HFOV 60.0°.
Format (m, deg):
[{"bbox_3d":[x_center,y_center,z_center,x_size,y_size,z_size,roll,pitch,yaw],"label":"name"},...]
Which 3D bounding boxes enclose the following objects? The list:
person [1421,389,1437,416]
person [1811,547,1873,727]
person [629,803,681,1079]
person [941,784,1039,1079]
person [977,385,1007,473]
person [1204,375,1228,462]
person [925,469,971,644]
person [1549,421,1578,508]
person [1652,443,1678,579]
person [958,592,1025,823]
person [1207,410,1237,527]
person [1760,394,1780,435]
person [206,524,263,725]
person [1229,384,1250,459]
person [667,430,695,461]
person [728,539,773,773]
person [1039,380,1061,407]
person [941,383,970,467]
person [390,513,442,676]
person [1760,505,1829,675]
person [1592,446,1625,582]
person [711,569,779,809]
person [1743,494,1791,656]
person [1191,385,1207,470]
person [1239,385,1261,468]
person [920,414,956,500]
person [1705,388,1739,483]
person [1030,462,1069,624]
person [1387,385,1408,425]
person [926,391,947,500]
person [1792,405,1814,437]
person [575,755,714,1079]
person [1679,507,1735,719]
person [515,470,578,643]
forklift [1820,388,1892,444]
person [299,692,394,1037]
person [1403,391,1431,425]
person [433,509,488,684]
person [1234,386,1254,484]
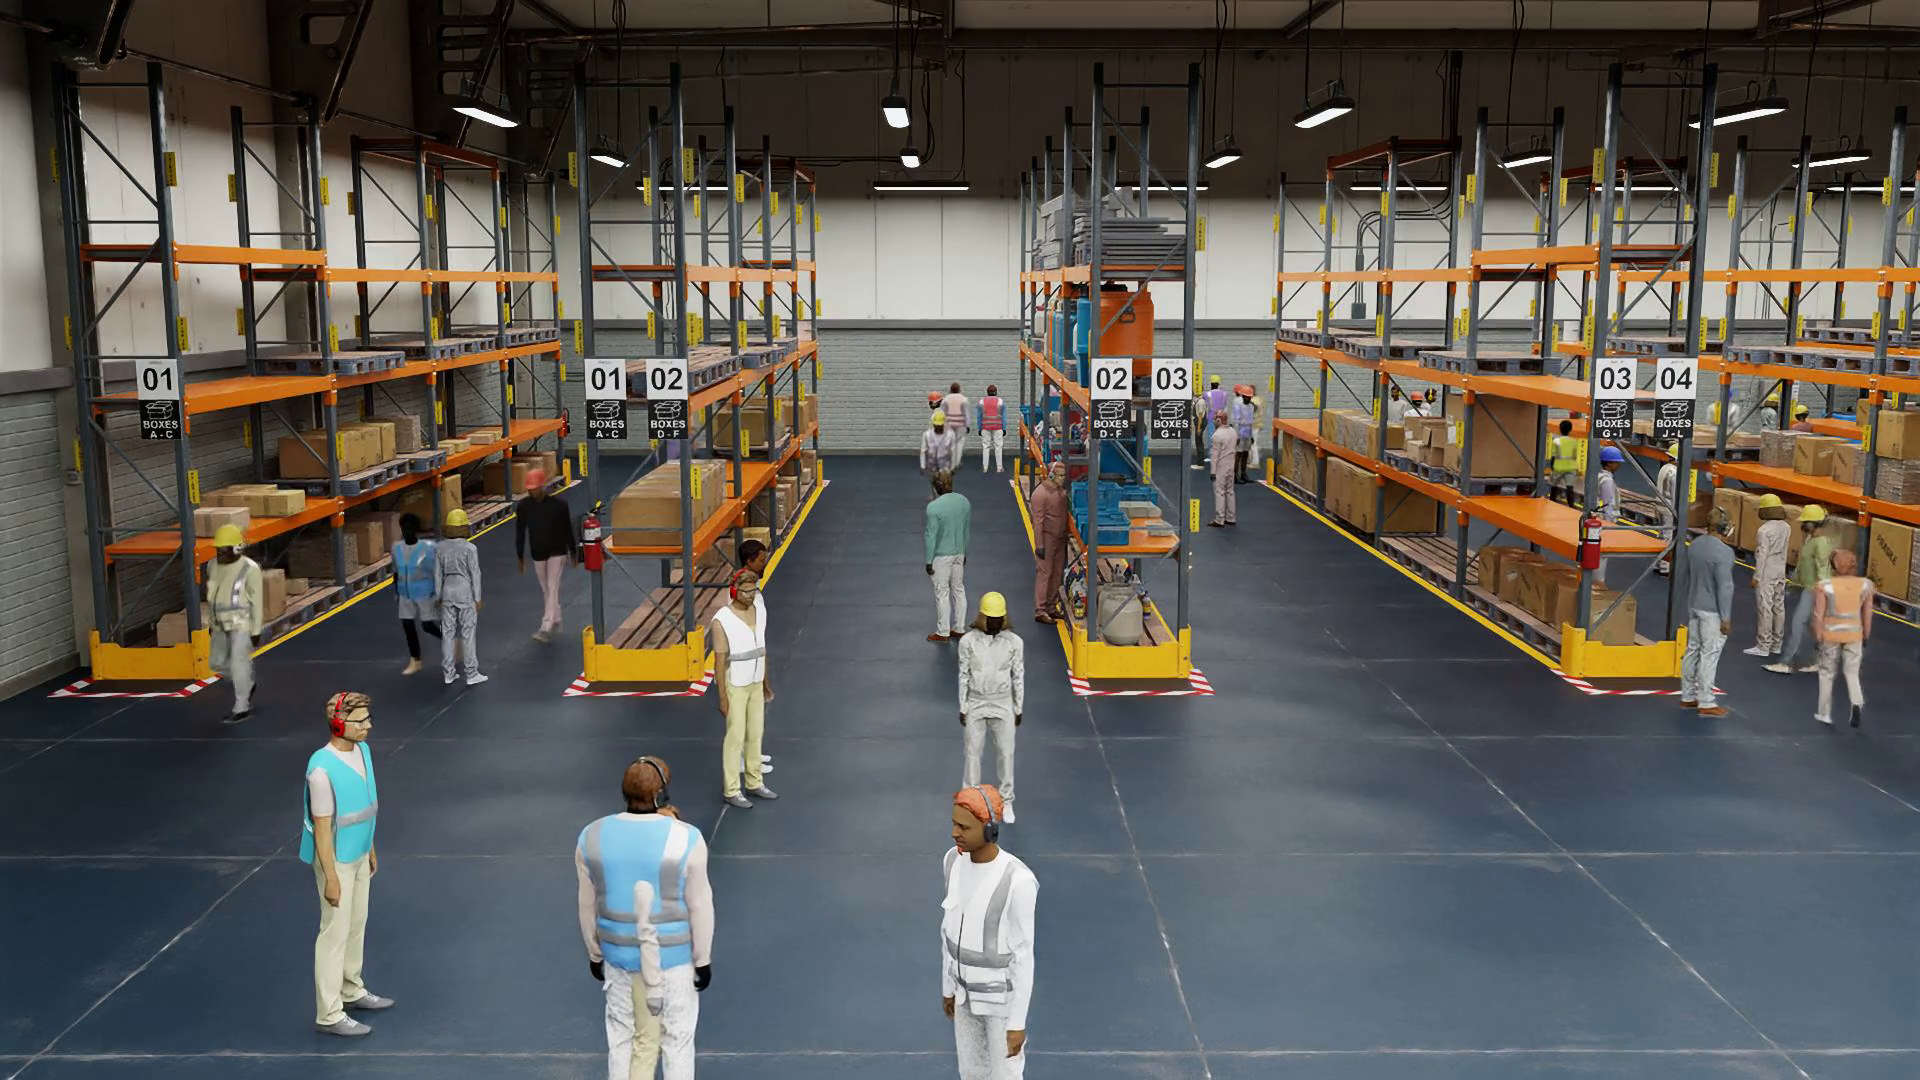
[{"bbox_3d":[9.333,-2.105,33.304,0.362,1.856,0.537,1,9,5],"label":"person"},{"bbox_3d":[7.862,0.882,14.807,0.526,1.621,0.531,1,9,8],"label":"person"},{"bbox_3d":[-1.404,1.989,7.656,0.287,1.631,0.501,-1,9,-8],"label":"person"},{"bbox_3d":[0.110,1.957,7.101,0.357,1.874,0.574,-7,11,-37],"label":"person"},{"bbox_3d":[0.674,-2.319,34.719,0.622,1.839,0.429,1,9,9],"label":"person"},{"bbox_3d":[5.623,-2.679,36.739,0.585,1.928,0.370,-3,9,-18],"label":"person"},{"bbox_3d":[-0.144,0.183,18.343,0.631,1.930,0.372,-9,12,-44],"label":"person"},{"bbox_3d":[10.138,-1.181,27.961,0.546,1.643,0.898,0,9,-2],"label":"person"},{"bbox_3d":[9.579,-0.393,22.389,0.404,1.823,0.591,1,9,6],"label":"person"},{"bbox_3d":[0.235,1.230,12.224,0.494,1.733,0.353,0,9,0],"label":"person"},{"bbox_3d":[4.248,-1.160,27.097,0.396,1.900,0.637,8,12,41],"label":"person"},{"bbox_3d":[16.339,-2.089,33.579,0.320,1.731,0.489,0,9,-2],"label":"person"},{"bbox_3d":[-6.546,0.748,15.039,0.621,1.818,0.459,4,10,23],"label":"person"},{"bbox_3d":[6.293,-2.620,37.011,0.581,1.721,0.628,-7,11,-39],"label":"person"},{"bbox_3d":[-4.687,-1.221,27.543,0.643,1.891,1.048,-3,9,-17],"label":"person"},{"bbox_3d":[-1.735,0.939,13.540,0.394,1.910,0.581,-1,9,-6],"label":"person"},{"bbox_3d":[2.119,-2.715,36.612,0.711,2.000,0.535,3,9,20],"label":"person"},{"bbox_3d":[-0.098,-2.464,35.678,0.650,1.833,0.516,1,9,9],"label":"person"},{"bbox_3d":[-5.477,0.531,16.903,0.551,1.677,0.563,3,9,17],"label":"person"},{"bbox_3d":[8.516,0.505,16.862,0.700,1.741,0.544,3,9,19],"label":"person"},{"bbox_3d":[8.024,-0.196,20.701,0.400,1.945,0.615,1,9,9],"label":"person"},{"bbox_3d":[-1.660,1.119,12.628,0.411,1.830,0.574,5,10,31],"label":"person"},{"bbox_3d":[8.615,0.370,17.748,0.485,1.736,0.308,-5,10,-31],"label":"person"},{"bbox_3d":[5.065,-2.402,35.265,0.337,1.838,0.508,1,9,7],"label":"person"},{"bbox_3d":[6.154,-2.406,35.416,0.555,1.794,0.698,0,9,3],"label":"person"},{"bbox_3d":[-0.372,-1.234,27.967,0.578,1.773,0.964,2,9,11],"label":"person"},{"bbox_3d":[15.165,-2.108,33.147,0.627,1.914,0.779,4,10,24],"label":"person"},{"bbox_3d":[1.085,0.025,19.468,0.400,1.892,0.661,6,11,34],"label":"person"},{"bbox_3d":[8.996,-2.270,34.355,0.332,1.859,0.510,-8,12,-40],"label":"person"},{"bbox_3d":[-0.426,-1.716,30.337,0.399,1.989,0.623,2,9,12],"label":"person"},{"bbox_3d":[15.158,-1.555,30.033,0.530,1.765,0.326,-4,10,-25],"label":"person"},{"bbox_3d":[-1.420,1.891,7.618,0.624,1.844,0.430,2,9,10],"label":"person"},{"bbox_3d":[6.871,0.655,15.255,0.352,1.937,0.635,-1,9,-5],"label":"person"},{"bbox_3d":[-4.623,0.158,18.549,0.651,1.919,1.002,1,9,7],"label":"person"},{"bbox_3d":[20.072,-3.110,36.462,1.873,2.768,1.129,0,9,0],"label":"forklift"},{"bbox_3d":[-3.288,1.705,8.850,0.392,1.836,0.561,0,9,2],"label":"person"},{"bbox_3d":[8.560,-1.829,31.281,0.545,1.931,0.381,-1,9,-9],"label":"person"},{"bbox_3d":[-4.960,0.560,16.496,0.493,1.743,0.310,2,9,14],"label":"person"},{"bbox_3d":[5.623,-2.064,32.768,0.545,1.933,0.376,-8,12,-41],"label":"person"}]
